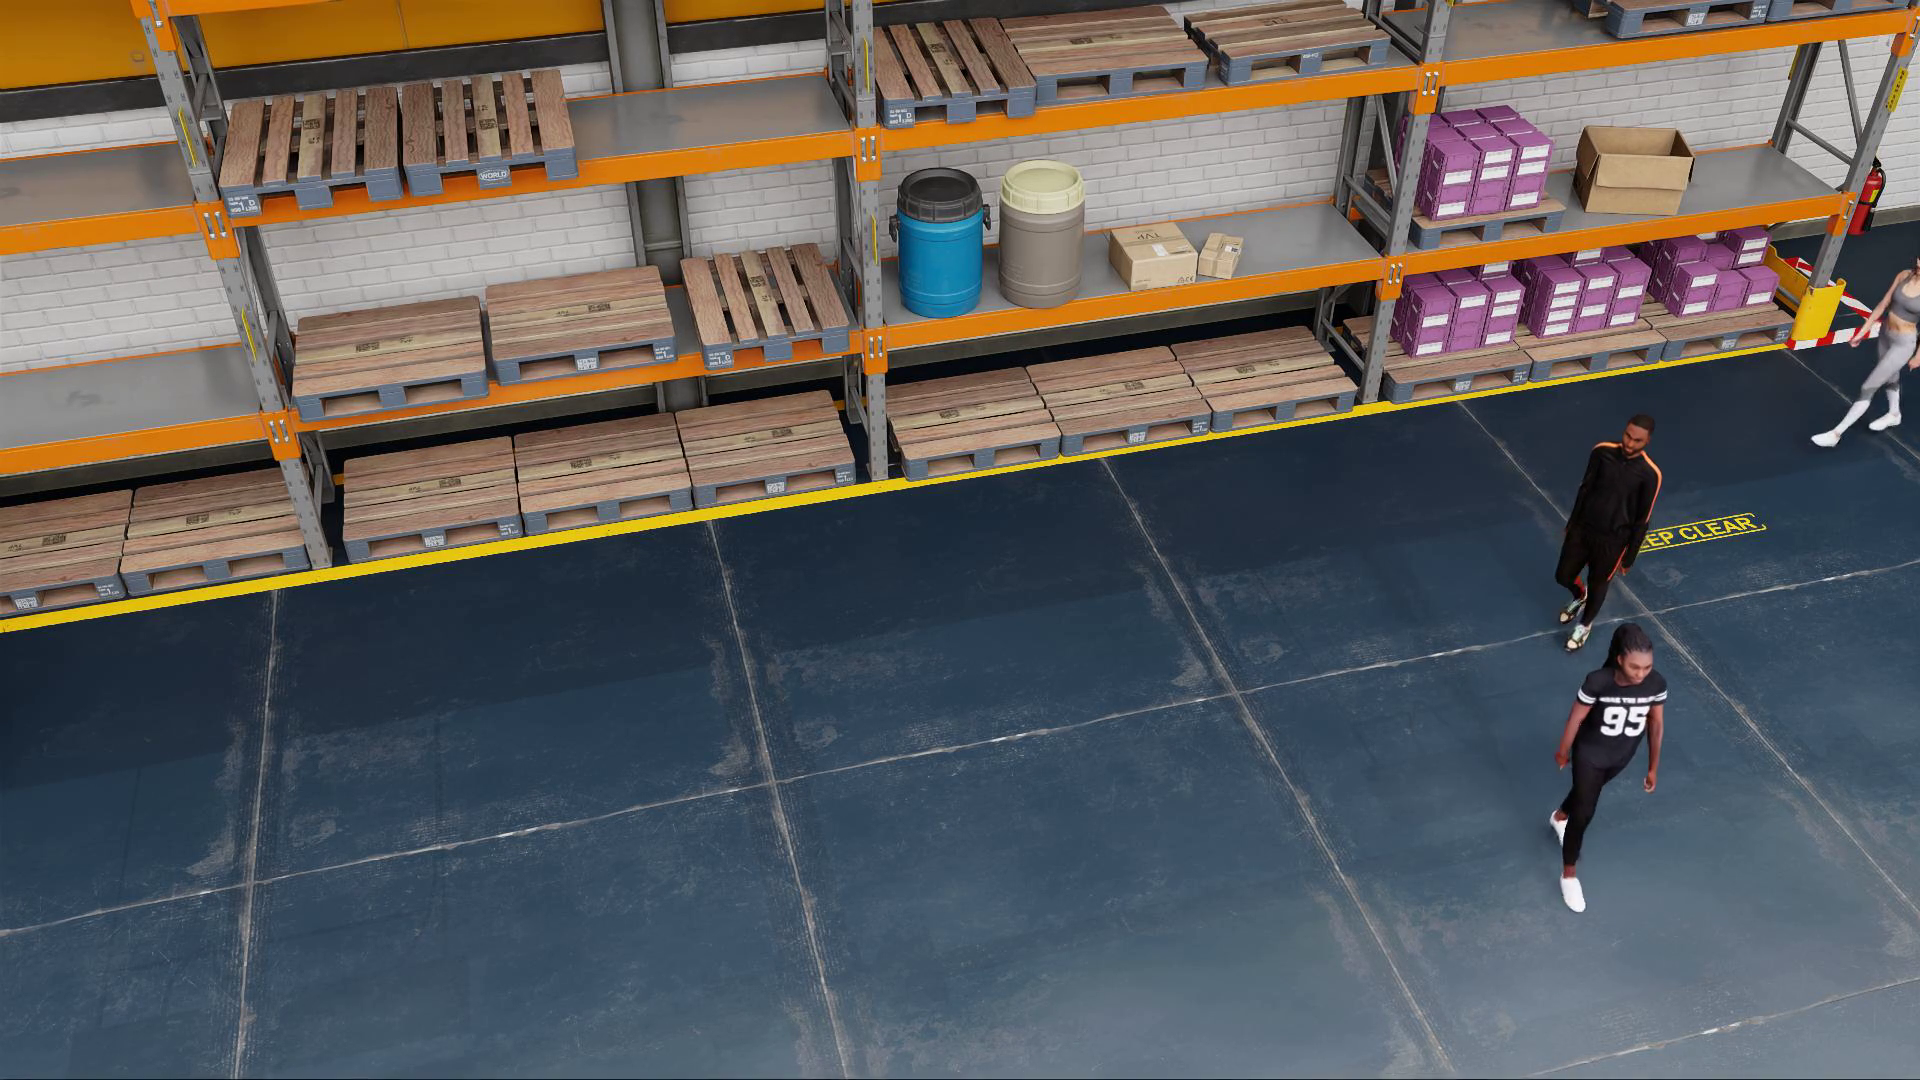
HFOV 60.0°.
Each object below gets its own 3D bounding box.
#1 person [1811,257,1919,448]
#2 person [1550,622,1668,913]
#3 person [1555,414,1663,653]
[{"bbox_3d":[7.010,-1.449,12.365,1.122,1.654,0.572,-11,40,-13],"label":"person"},{"bbox_3d":[3.493,1.105,9.127,0.928,1.706,0.774,-6,39,-7],"label":"person"},{"bbox_3d":[4.121,-0.088,10.546,0.804,1.797,0.853,31,48,33],"label":"person"}]
